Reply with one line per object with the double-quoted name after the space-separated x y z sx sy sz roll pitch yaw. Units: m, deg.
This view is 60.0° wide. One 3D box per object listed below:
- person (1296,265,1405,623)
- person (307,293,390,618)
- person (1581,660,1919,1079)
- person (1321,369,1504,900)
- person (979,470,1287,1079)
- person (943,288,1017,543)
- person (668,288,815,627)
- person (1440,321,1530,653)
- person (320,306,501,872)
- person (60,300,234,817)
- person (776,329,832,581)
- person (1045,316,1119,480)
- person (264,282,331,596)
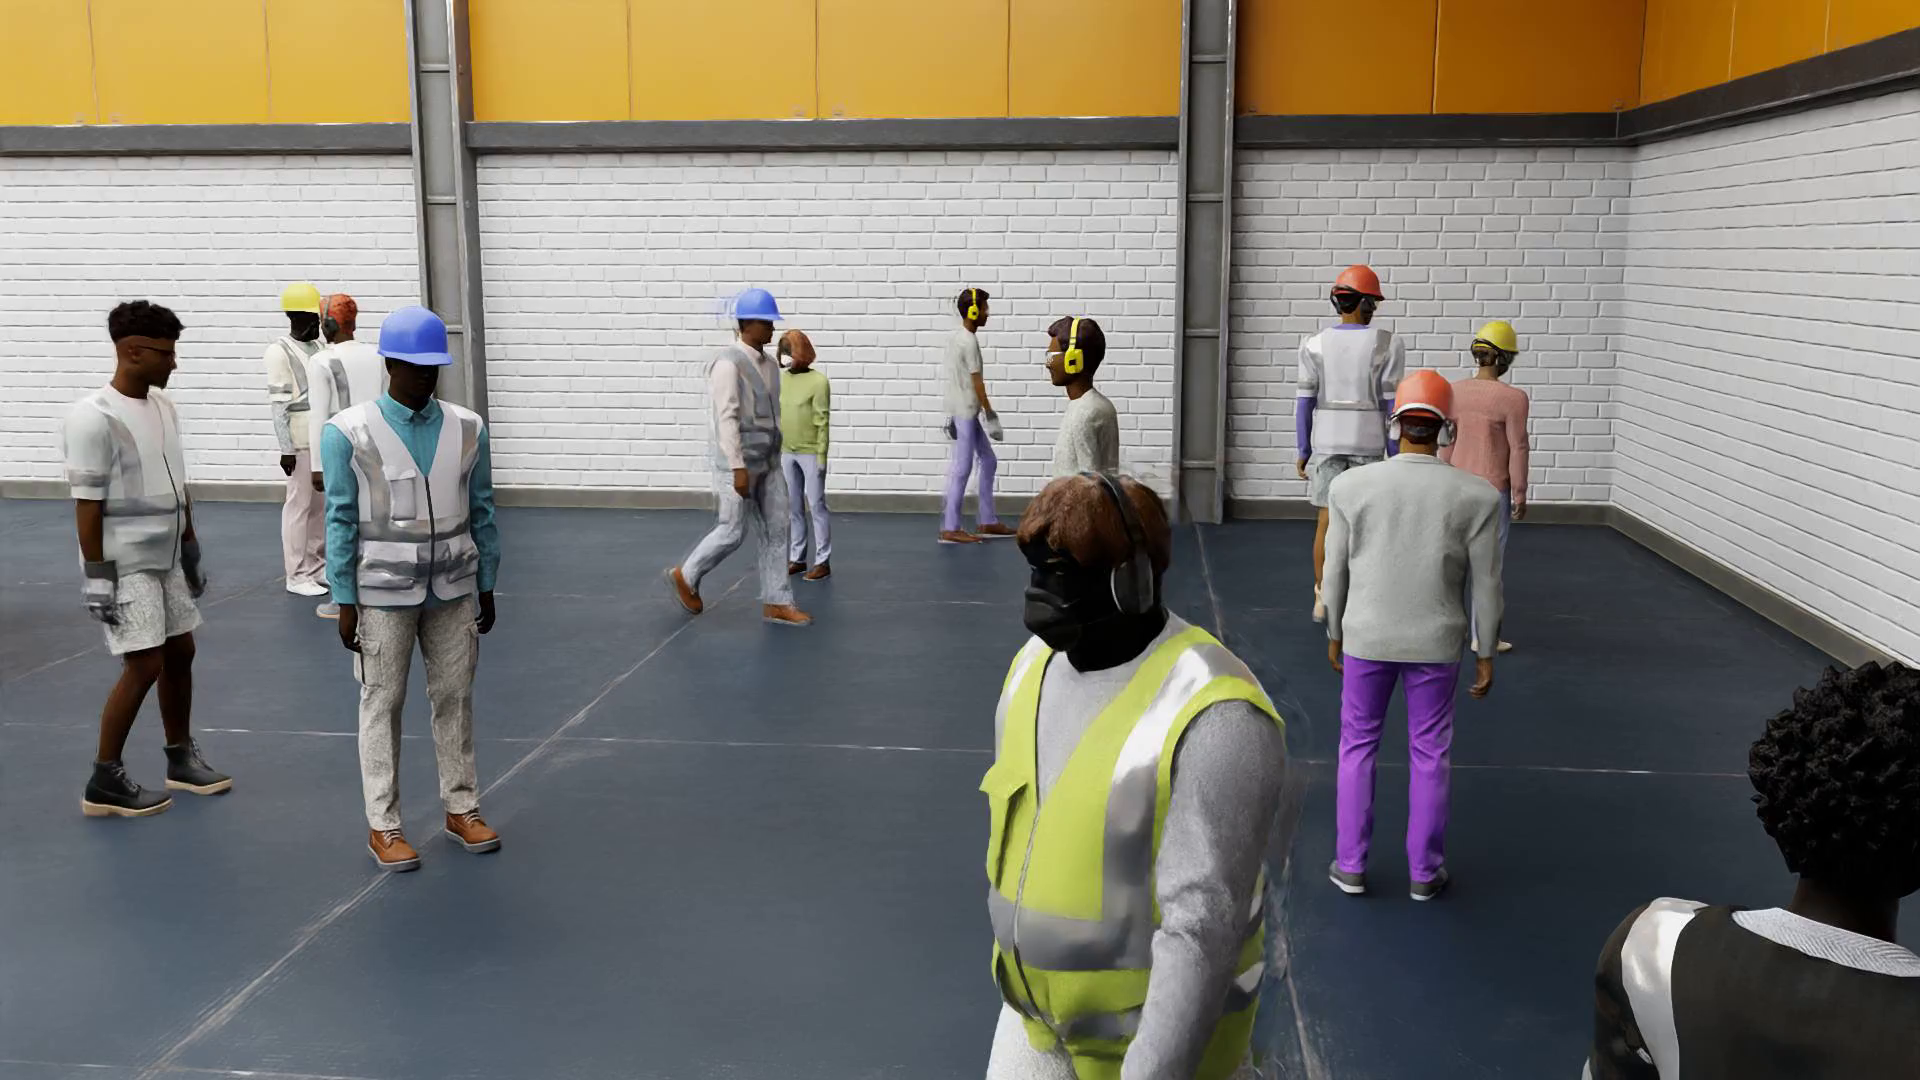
2.219 -0.531 9.462 0.606 2.039 0.395 5 11 25 "person"
-3.526 -0.480 9.639 0.350 1.879 0.577 6 11 29 "person"
0.948 0.967 1.863 0.316 1.696 0.541 -8 13 -39 "person"
1.478 0.315 5.467 0.579 1.738 0.389 2 10 13 "person"
0.221 0.779 2.683 0.996 1.779 0.637 -7 12 -34 "person"
0.187 -0.881 12.021 0.696 1.849 0.526 -1 10 -3 "person"
-1.256 -0.461 9.414 0.814 1.921 0.605 6 11 29 "person"
2.776 -0.275 8.811 0.343 1.755 0.531 -8 12 -37 "person"
-1.875 0.167 5.758 0.605 1.939 0.415 -8 13 -40 "person"
-3.084 0.070 6.303 0.436 1.940 0.617 1 10 4 "person"
-1.032 -0.548 10.746 0.494 1.623 0.290 7 12 36 "person"
0.478 0.050 6.617 0.310 1.868 0.534 2 10 10 "person"
-4.033 -0.624 10.310 0.371 1.925 0.595 1 10 7 "person"
